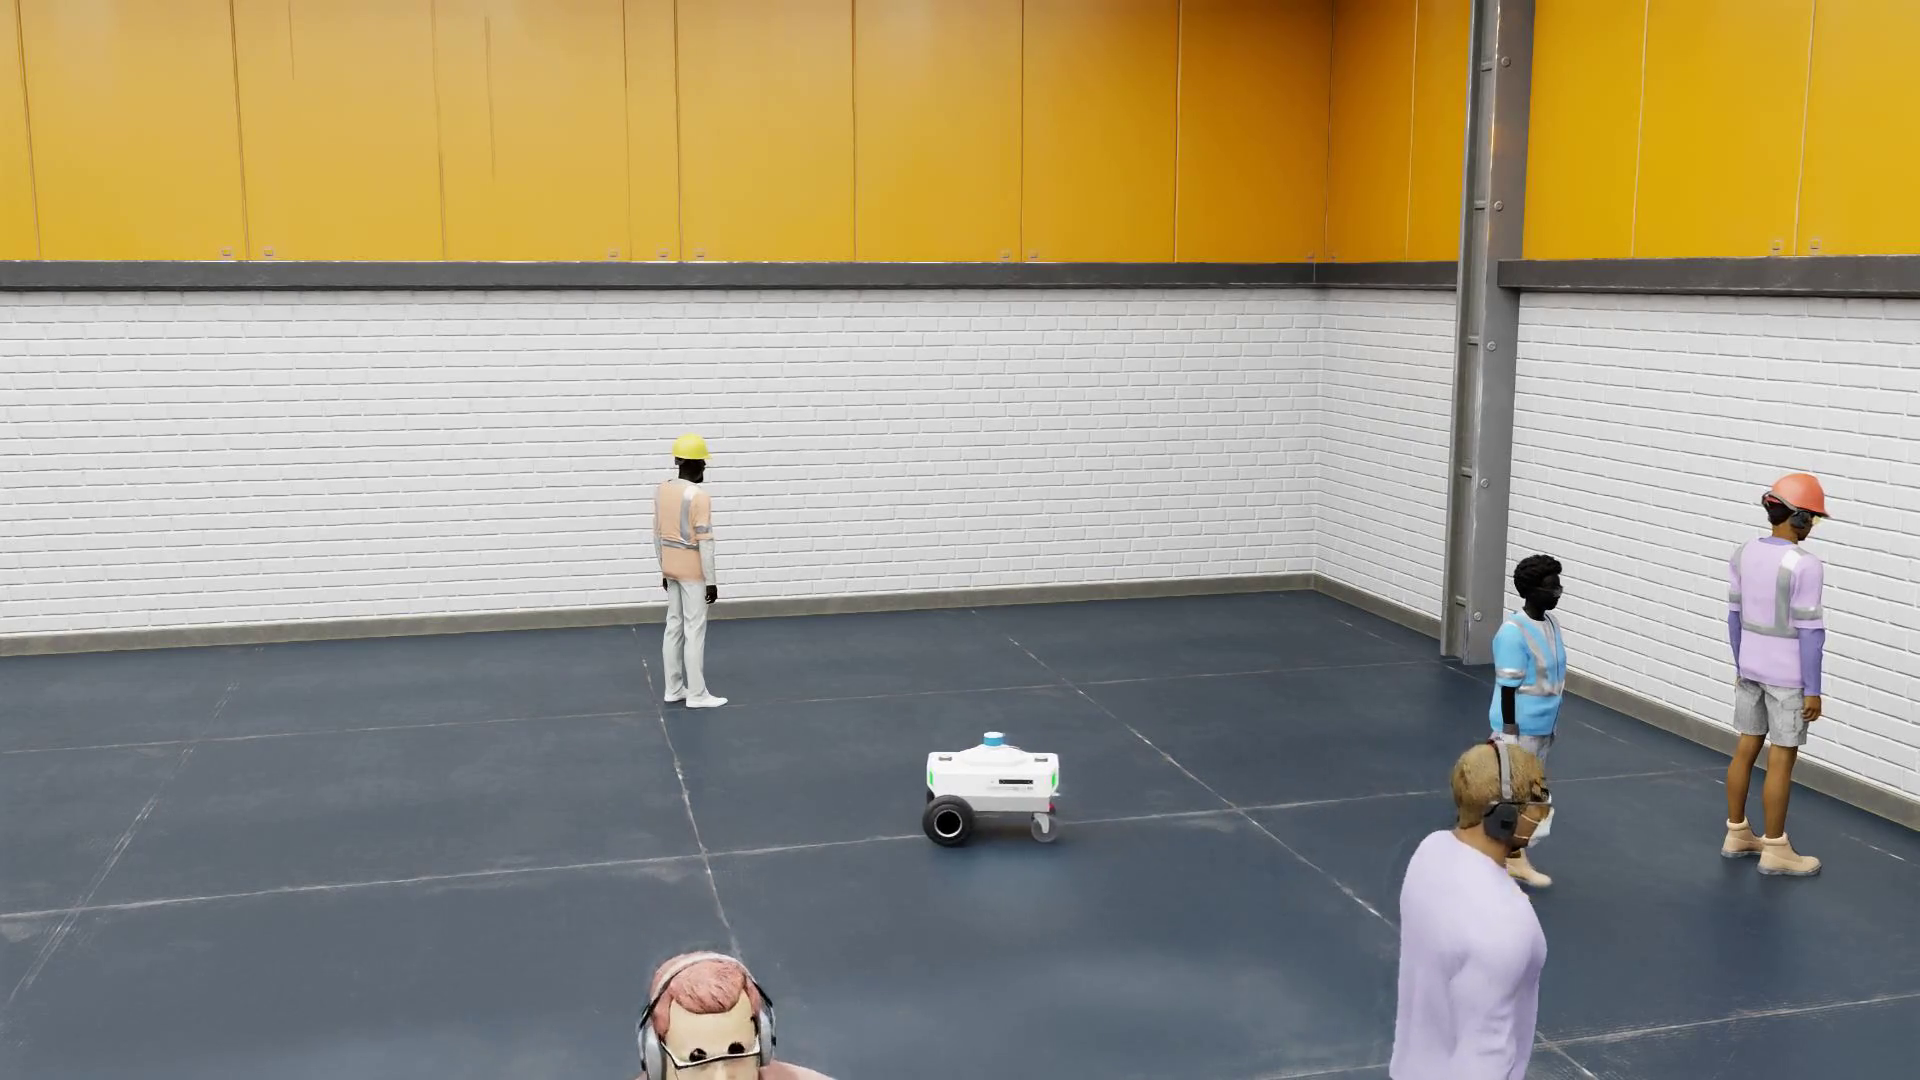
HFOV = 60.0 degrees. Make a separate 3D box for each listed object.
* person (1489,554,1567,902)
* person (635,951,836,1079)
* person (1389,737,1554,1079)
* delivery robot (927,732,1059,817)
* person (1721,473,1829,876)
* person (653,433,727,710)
[{"bbox_3d":[2.748,0.901,8.064,0.317,1.695,0.540,8,12,40],"label":"person"},{"bbox_3d":[-0.416,1.634,3.007,0.656,1.854,0.985,-4,10,-26],"label":"person"},{"bbox_3d":[1.297,1.418,4.267,1.014,1.889,0.648,0,9,-3],"label":"person"},{"bbox_3d":[0.181,1.280,8.963,0.707,0.478,0.477,0,9,2],"label":"delivery robot"},{"bbox_3d":[4.160,0.672,8.444,0.383,2.036,0.605,-2,9,-13],"label":"person"},{"bbox_3d":[-1.887,0.215,11.631,0.594,1.924,0.381,9,13,44],"label":"person"}]
